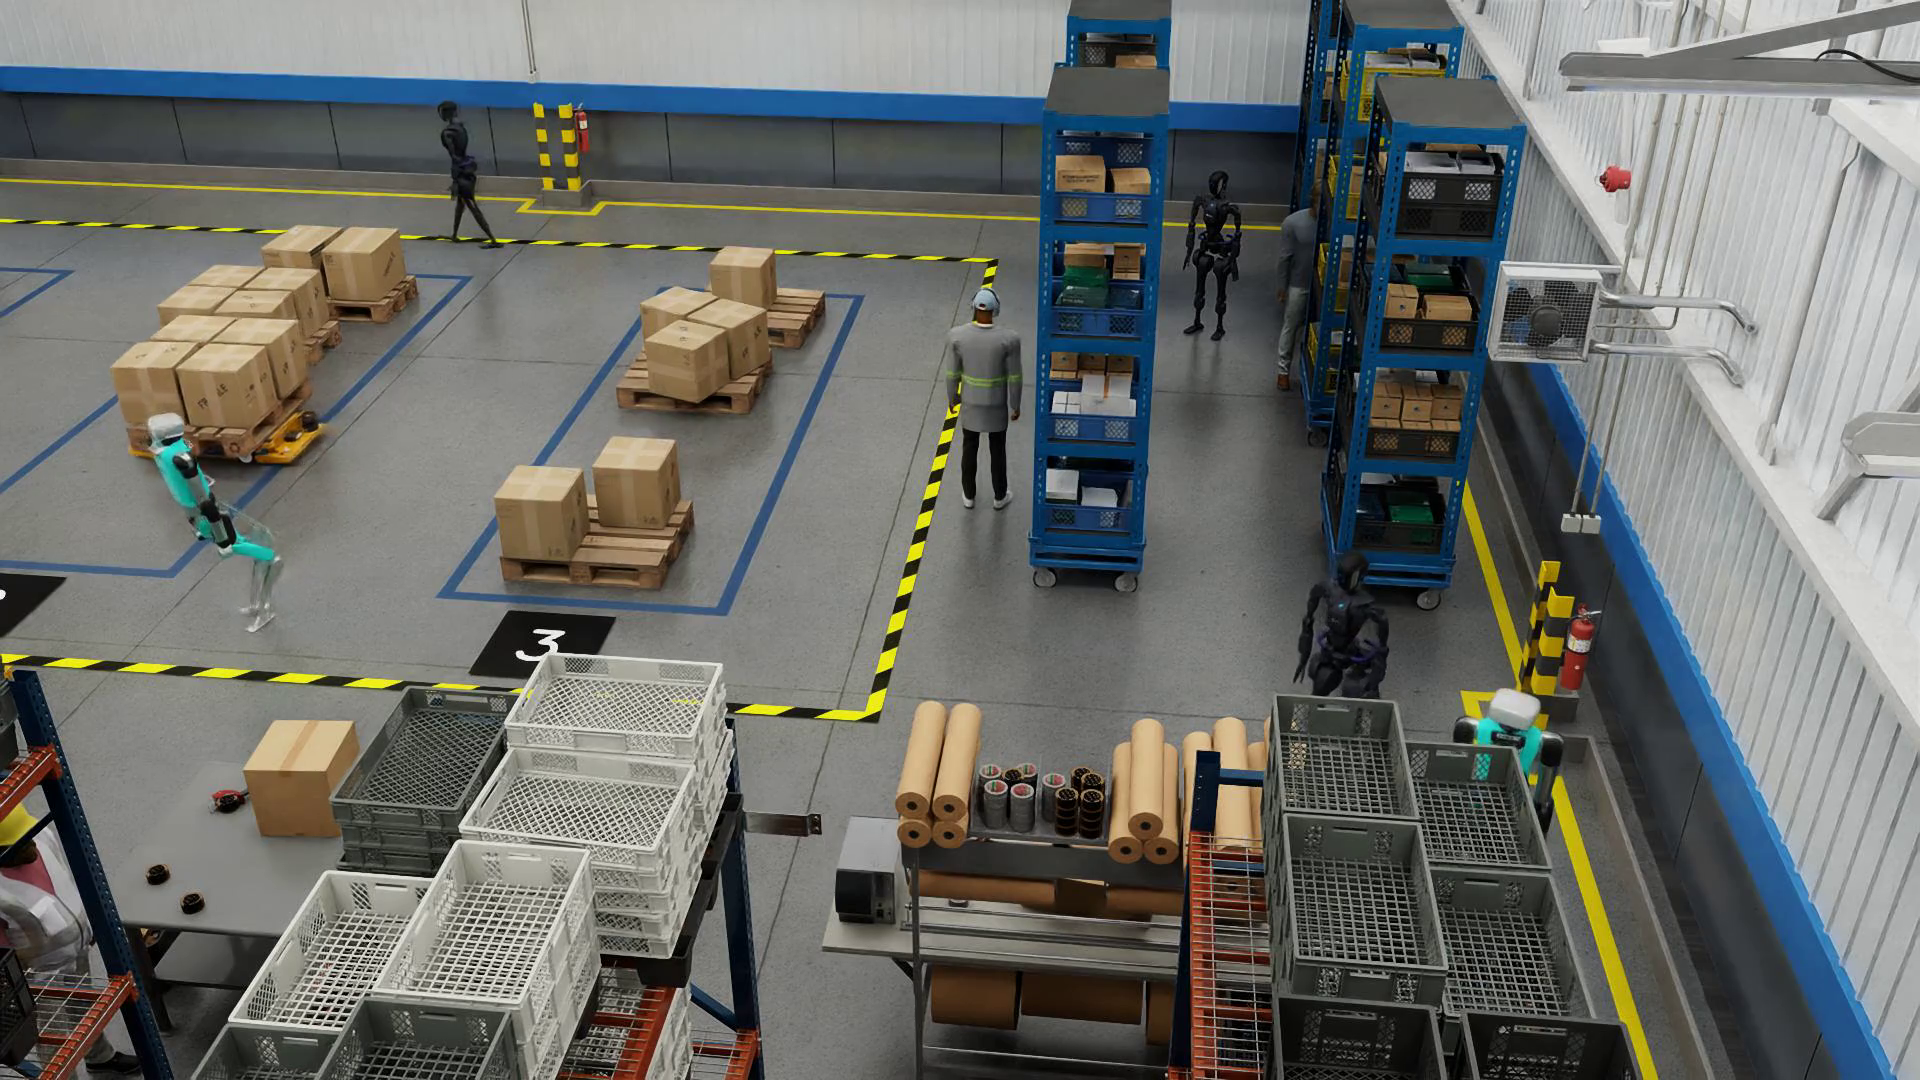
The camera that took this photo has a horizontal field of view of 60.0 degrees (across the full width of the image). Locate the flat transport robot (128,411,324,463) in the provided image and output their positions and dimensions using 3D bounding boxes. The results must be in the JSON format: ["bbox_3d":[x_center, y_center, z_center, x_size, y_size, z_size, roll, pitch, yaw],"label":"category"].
[{"bbox_3d":[-6.278,-0.919,14.224,1.431,0.197,0.652,3,30,6],"label":"flat transport robot"}]

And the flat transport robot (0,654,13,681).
[{"bbox_3d":[-7.142,0.969,11.010,1.431,0.231,0.659,3,30,6],"label":"flat transport robot"}]

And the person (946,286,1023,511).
[{"bbox_3d":[0.197,-1.111,13.007,0.597,1.850,0.397,5,31,8],"label":"person"}]

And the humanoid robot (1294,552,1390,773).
[{"bbox_3d":[2.296,0.768,9.959,0.591,1.645,0.361,23,38,34],"label":"humanoid robot"}]

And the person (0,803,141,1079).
[{"bbox_3d":[-4.262,1.940,7.786,0.404,1.833,0.589,2,30,4],"label":"person"}]

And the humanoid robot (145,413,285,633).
[{"bbox_3d":[-5.012,-0.136,11.454,0.551,1.769,0.800,26,39,37],"label":"humanoid robot"}]

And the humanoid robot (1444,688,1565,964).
[{"bbox_3d":[2.641,1.710,8.392,0.543,1.895,0.764,11,32,18],"label":"humanoid robot"}]

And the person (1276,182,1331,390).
[{"bbox_3d":[3.142,-2.279,14.929,0.634,1.937,0.367,-2,30,-3],"label":"person"}]

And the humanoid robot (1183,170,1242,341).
[{"bbox_3d":[2.437,-2.735,15.956,0.599,1.657,0.315,21,36,31],"label":"humanoid robot"}]

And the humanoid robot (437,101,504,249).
[{"bbox_3d":[-5.450,-3.969,18.129,0.741,1.625,0.613,-2,30,-3],"label":"humanoid robot"}]
